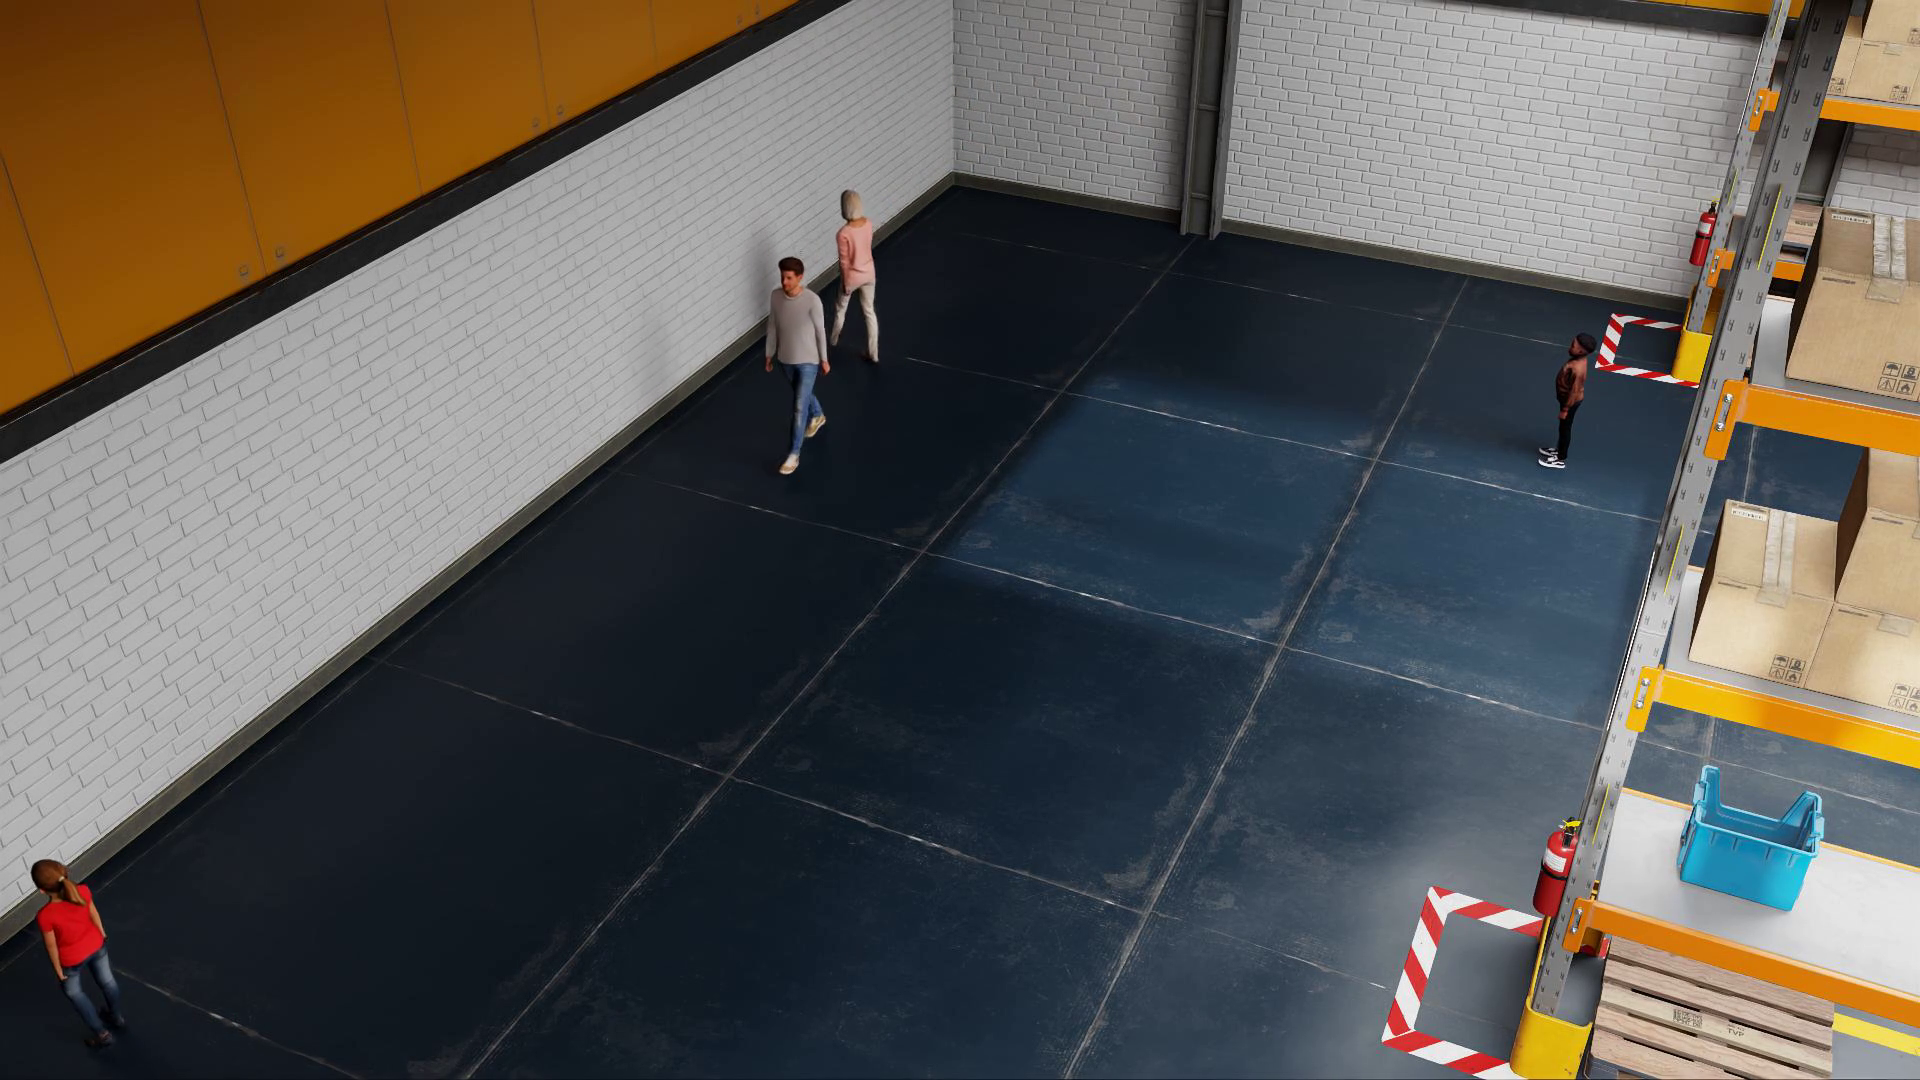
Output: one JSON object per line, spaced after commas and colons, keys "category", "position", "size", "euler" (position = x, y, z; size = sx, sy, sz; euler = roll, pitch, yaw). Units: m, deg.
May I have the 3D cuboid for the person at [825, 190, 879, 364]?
{"category": "person", "position": [-0.930, -2.495, 15.885], "size": [0.886, 1.693, 1.084], "euler": [-25, 41, -32]}

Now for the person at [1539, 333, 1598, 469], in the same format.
{"category": "person", "position": [5.268, -1.216, 14.358], "size": [0.497, 1.255, 0.538], "euler": [11, 35, 16]}

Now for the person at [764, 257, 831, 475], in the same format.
{"category": "person", "position": [-1.357, -1.595, 14.384], "size": [1.144, 1.856, 0.758], "euler": [14, 36, 20]}

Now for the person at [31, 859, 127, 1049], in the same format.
{"category": "person", "position": [-4.778, 2.260, 9.083], "size": [0.597, 1.306, 0.532], "euler": [22, 39, 29]}
